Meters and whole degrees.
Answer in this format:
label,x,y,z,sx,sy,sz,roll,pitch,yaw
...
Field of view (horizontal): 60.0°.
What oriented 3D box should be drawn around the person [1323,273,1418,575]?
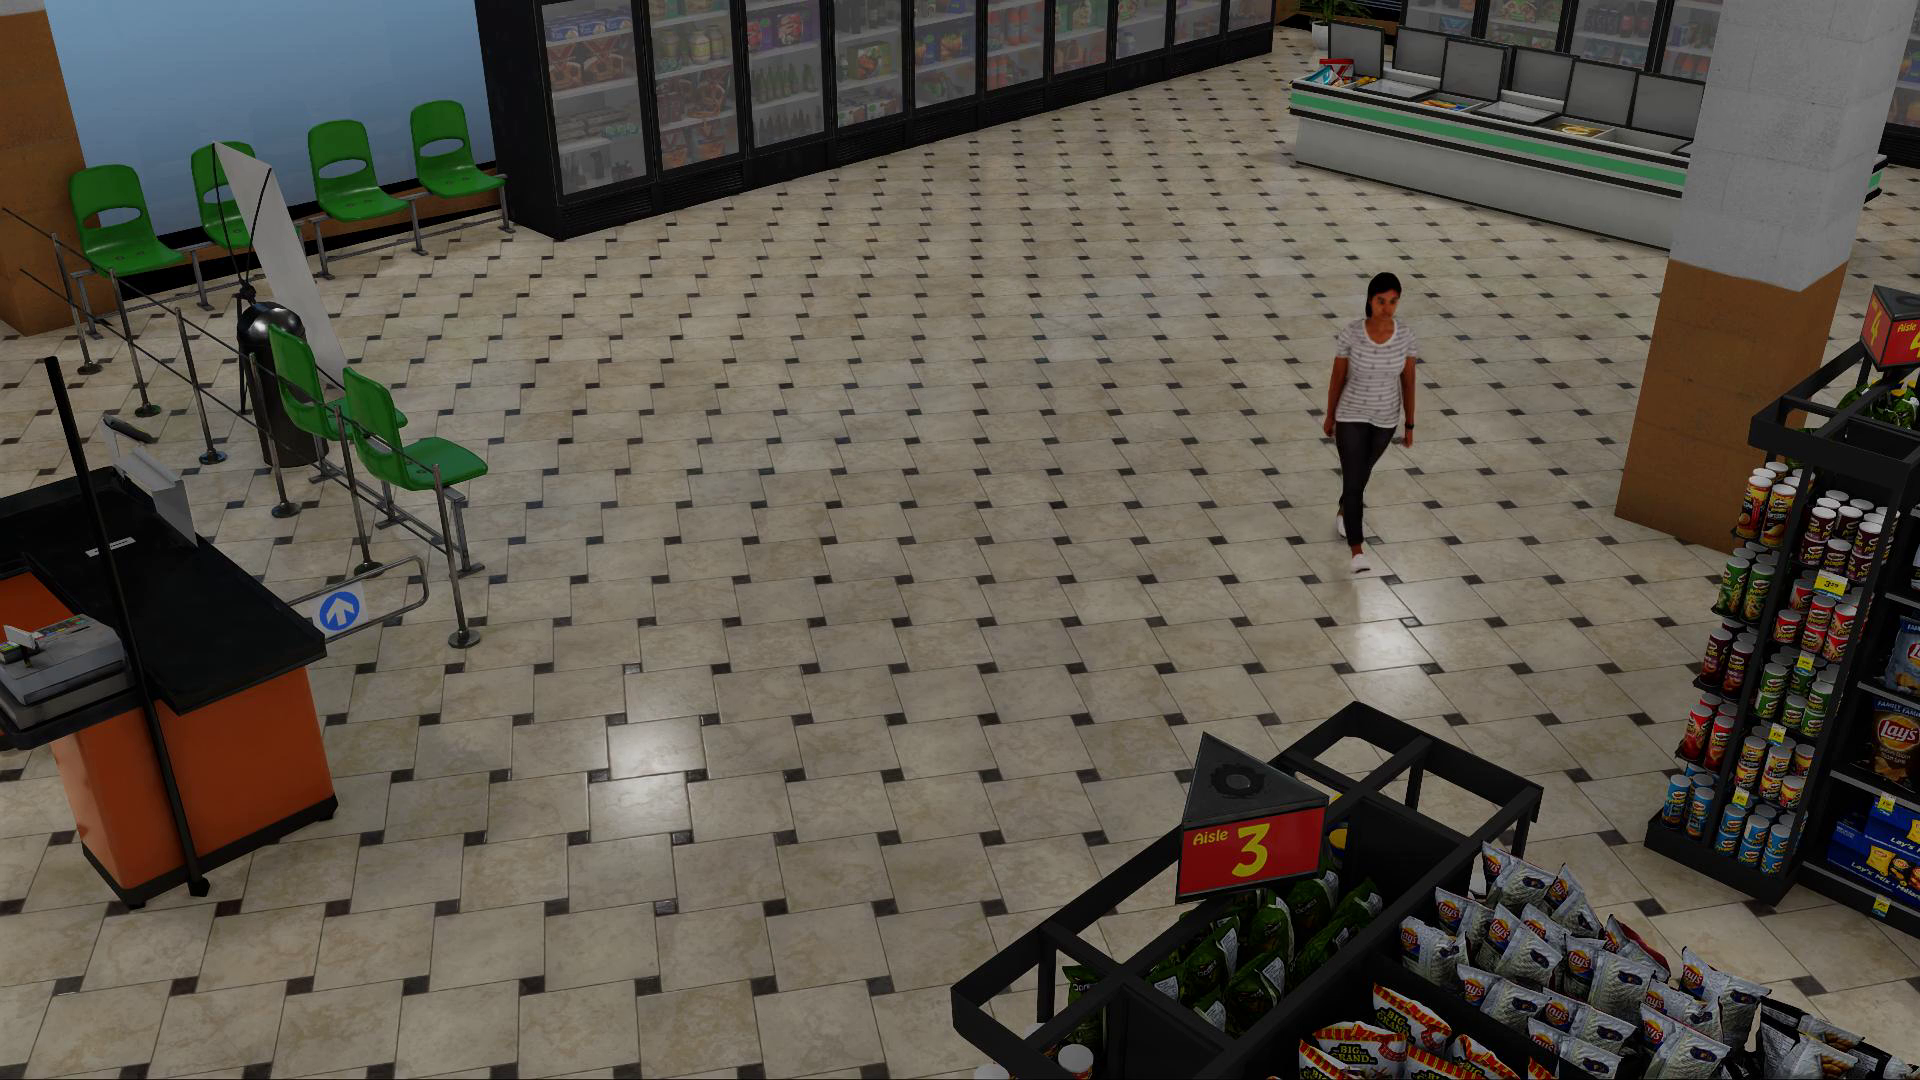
label,x,y,z,sx,sy,sz,roll,pitch,yaw
person,2.184,-0.679,9.013,1.010,1.604,1.106,-2,29,-3
